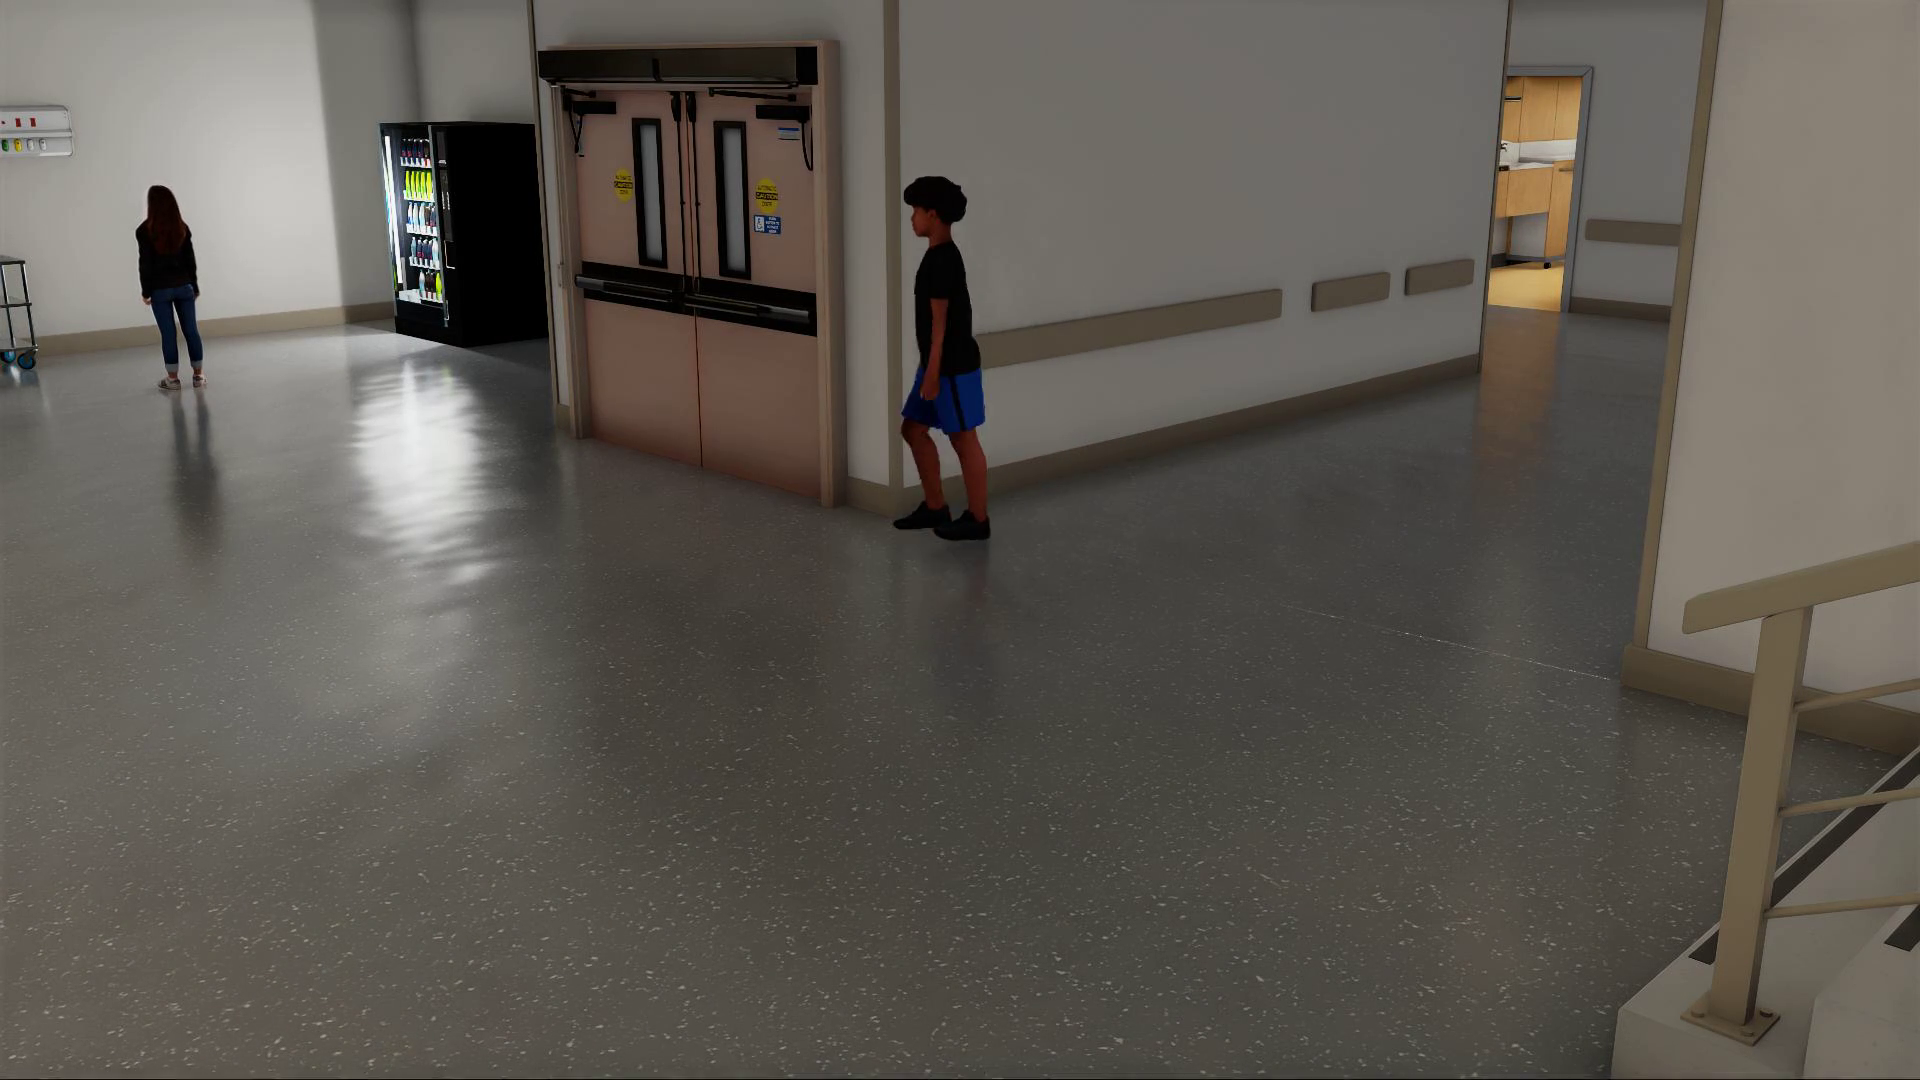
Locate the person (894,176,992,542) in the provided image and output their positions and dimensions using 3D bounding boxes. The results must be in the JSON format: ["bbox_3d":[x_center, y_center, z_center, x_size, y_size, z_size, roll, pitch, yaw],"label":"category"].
[{"bbox_3d":[0.016,-0.867,8.148,0.965,1.769,0.895,-2,16,-7],"label":"person"}]

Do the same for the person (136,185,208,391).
[{"bbox_3d":[-5.774,-1.853,12.175,0.548,1.481,0.492,-15,22,-43],"label":"person"}]
